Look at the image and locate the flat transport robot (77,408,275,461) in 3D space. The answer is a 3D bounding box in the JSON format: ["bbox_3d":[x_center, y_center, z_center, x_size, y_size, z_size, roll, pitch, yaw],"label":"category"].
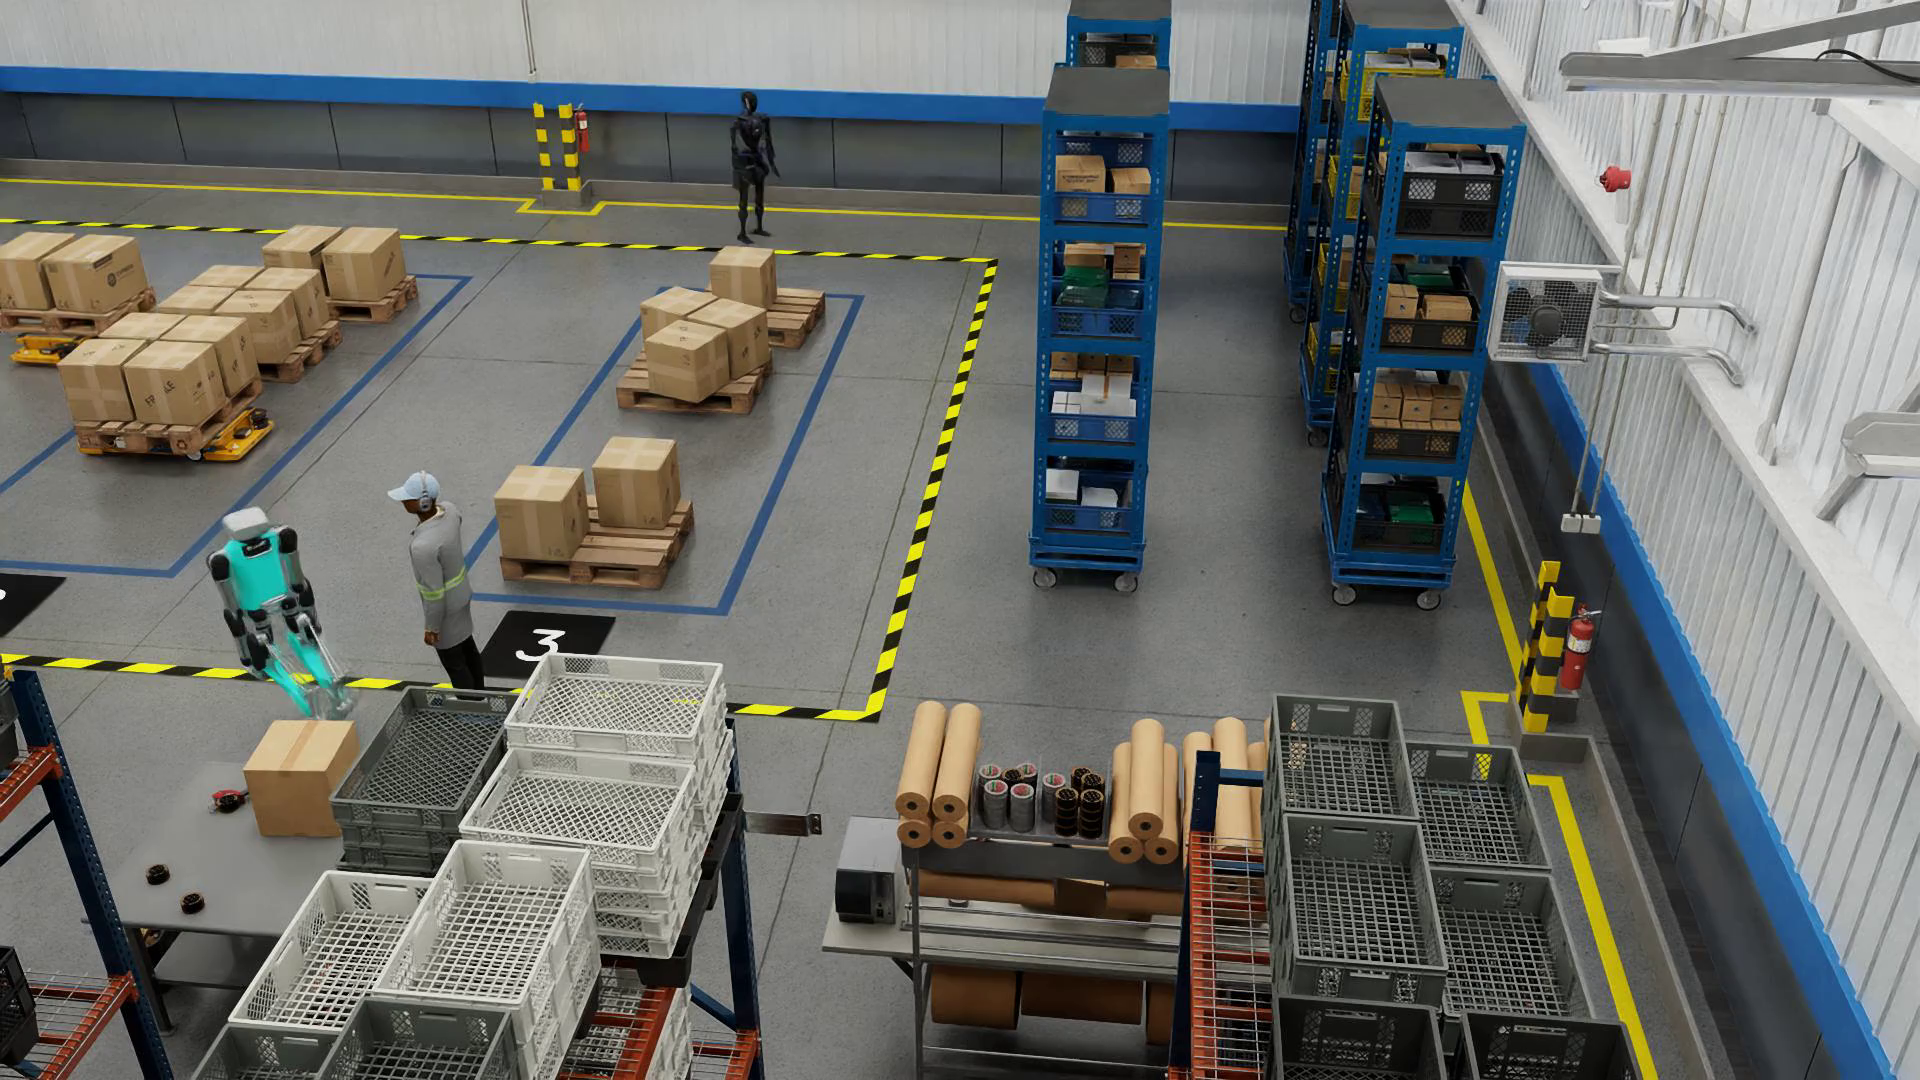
[{"bbox_3d":[-6.728,-0.944,14.268,1.431,0.197,0.652,3,30,6],"label":"flat transport robot"}]

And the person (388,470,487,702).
[{"bbox_3d":[-3.245,0.392,10.425,0.362,1.852,0.591,0,30,0],"label":"person"}]

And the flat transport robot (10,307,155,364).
[{"bbox_3d":[-8.564,-2.098,16.249,0.652,0.197,1.431,3,30,6],"label":"flat transport robot"}]

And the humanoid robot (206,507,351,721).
[{"bbox_3d":[-3.995,0.646,9.971,0.735,1.677,0.533,25,39,36],"label":"humanoid robot"}]

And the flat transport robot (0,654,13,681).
[{"bbox_3d":[-7.142,0.969,11.010,1.431,0.231,0.659,3,30,6],"label":"flat transport robot"}]

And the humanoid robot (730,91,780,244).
[{"bbox_3d":[-2.281,-4.130,18.352,0.599,1.657,0.315,-24,38,-35],"label":"humanoid robot"}]
